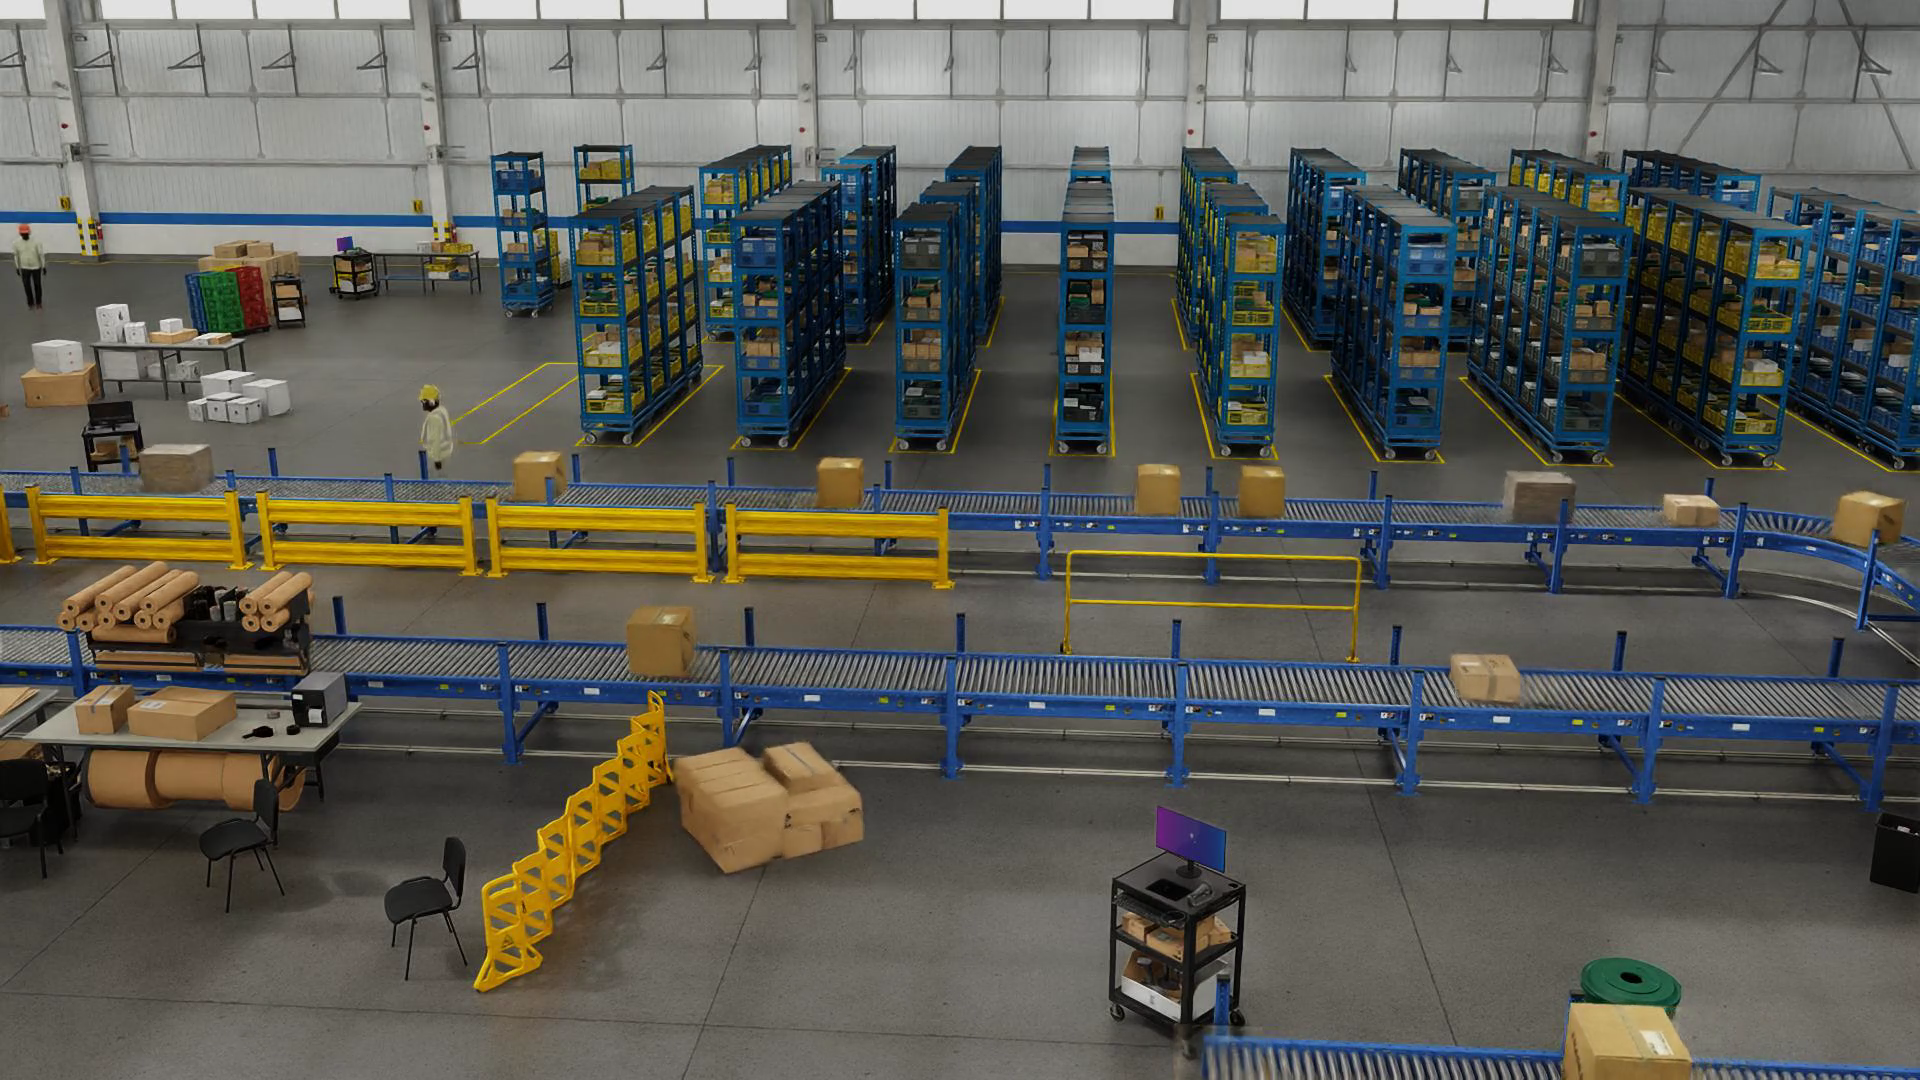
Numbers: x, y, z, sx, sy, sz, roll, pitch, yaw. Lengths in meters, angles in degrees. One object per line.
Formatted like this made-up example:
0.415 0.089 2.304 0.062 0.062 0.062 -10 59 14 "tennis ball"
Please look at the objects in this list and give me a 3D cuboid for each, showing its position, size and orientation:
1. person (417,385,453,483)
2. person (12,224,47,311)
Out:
-6.994 -1.202 22.402 0.488 1.815 0.596 -3 18 -10 "person"
-21.299 -6.232 38.118 0.639 1.955 0.908 -8 19 -24 "person"
